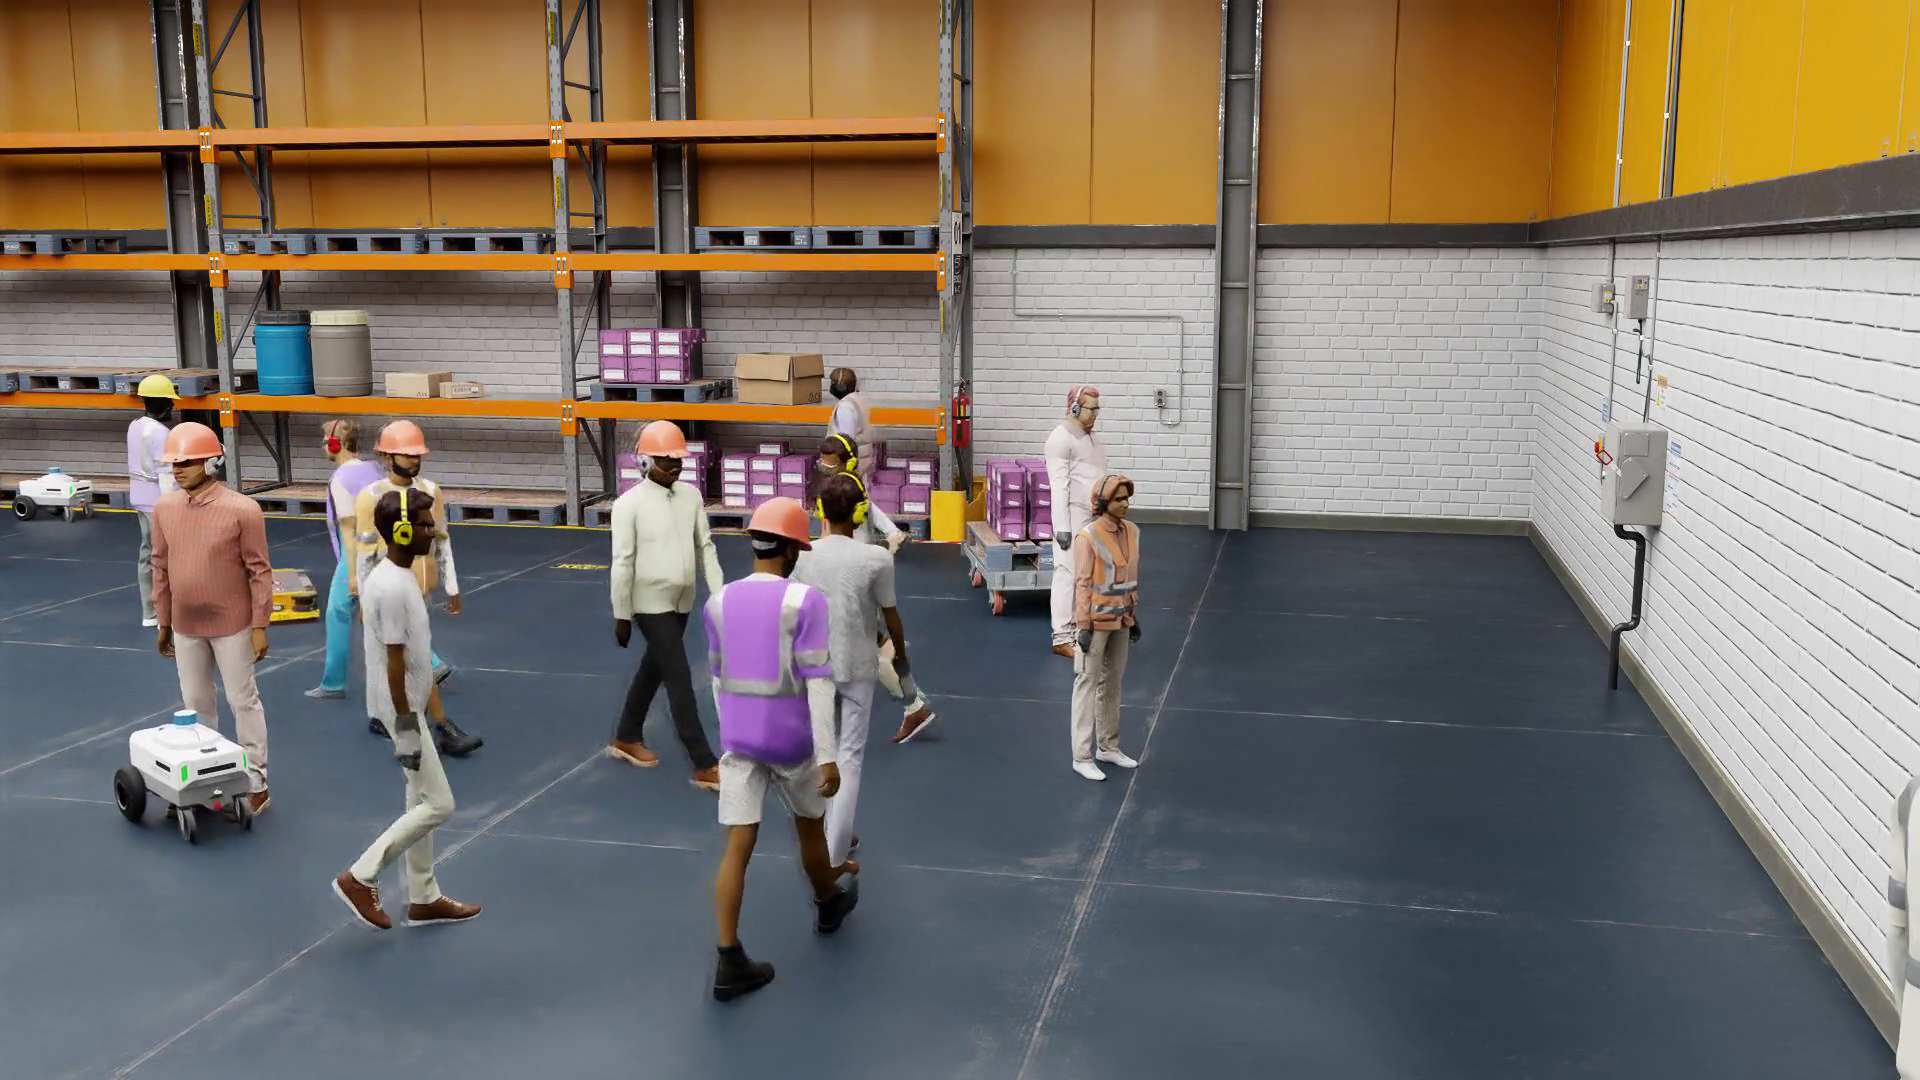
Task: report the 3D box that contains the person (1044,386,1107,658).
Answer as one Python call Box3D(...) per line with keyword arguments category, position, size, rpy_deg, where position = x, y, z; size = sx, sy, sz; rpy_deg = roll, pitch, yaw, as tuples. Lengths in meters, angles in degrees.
Box3D(category="person", position=(0.843, -0.134, 11.706), size=(0.410, 1.905, 0.641), rpy_deg=(5, 11, 25))

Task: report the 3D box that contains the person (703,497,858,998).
Box3D(category="person", position=(-0.698, 0.770, 6.508), size=(0.622, 1.846, 1.023), rpy_deg=(4, 10, 21))

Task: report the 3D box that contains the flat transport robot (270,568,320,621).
Box3D(category="flat transport robot", position=(-5.512, 0.426, 13.210), size=(0.652, 0.197, 1.431), rpy_deg=(-5, 11, -26))

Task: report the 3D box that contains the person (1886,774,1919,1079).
Box3D(category="person", position=(2.219, 1.171, 3.564), size=(0.373, 2.044, 0.606), rpy_deg=(0, 10, -1))

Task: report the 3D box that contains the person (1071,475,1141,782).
Box3D(category="person", position=(0.793, 0.458, 8.977), size=(0.315, 1.641, 0.515), rpy_deg=(9, 13, 41))

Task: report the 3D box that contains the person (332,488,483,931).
Box3D(category="person", position=(-2.282, 0.712, 6.824), size=(0.487, 1.856, 0.558), rpy_deg=(-3, 10, -16))

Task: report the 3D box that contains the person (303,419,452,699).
Box3D(category="person", position=(-3.714, 0.132, 10.500), size=(0.885, 1.800, 0.602), rpy_deg=(1, 10, 6))

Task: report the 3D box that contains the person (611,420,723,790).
Box3D(category="person", position=(-1.558, 0.327, 8.874), size=(1.019, 1.947, 0.623), rpy_deg=(6, 11, 31))

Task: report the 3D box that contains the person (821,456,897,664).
Box3D(category="person", position=(-0.631, 0.189, 10.457), size=(0.561, 1.665, 0.580), rpy_deg=(-3, 10, -19))

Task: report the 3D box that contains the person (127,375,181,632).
Box3D(category="person", position=(-6.001, -0.271, 12.468), size=(0.589, 1.920, 0.384), rpy_deg=(9, 13, 43))

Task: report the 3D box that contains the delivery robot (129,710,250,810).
Box3D(category="delivery robot", position=(-3.804, 1.084, 8.204), size=(0.707, 0.478, 0.477), rpy_deg=(9, 13, 44))

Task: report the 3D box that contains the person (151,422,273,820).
Box3D(category="person", position=(-3.712, 0.407, 8.230), size=(0.619, 1.992, 0.396), rpy_deg=(2, 10, 11))

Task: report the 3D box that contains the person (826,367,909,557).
Box3D(category="person", position=(-0.924, -0.678, 15.223), size=(0.836, 1.817, 0.637), rpy_deg=(2, 10, 10))

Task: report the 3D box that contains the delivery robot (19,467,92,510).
Box3D(category="delivery robot", position=(-9.661, -0.532, 17.773), size=(0.707, 0.478, 0.477), rpy_deg=(2, 10, 14))

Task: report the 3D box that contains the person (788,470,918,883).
Box3D(category="person", position=(-0.472, 0.603, 7.500), size=(0.509, 1.847, 0.684), rpy_deg=(4, 10, 23))

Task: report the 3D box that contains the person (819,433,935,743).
Box3D(category="person", position=(-0.556, 0.293, 9.422), size=(0.845, 1.831, 0.490), rpy_deg=(-1, 10, -6))

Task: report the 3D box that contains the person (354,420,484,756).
Box3D(category="person", position=(-3.103, 0.260, 9.435), size=(0.980, 1.884, 0.561), rpy_deg=(6, 11, 30))
